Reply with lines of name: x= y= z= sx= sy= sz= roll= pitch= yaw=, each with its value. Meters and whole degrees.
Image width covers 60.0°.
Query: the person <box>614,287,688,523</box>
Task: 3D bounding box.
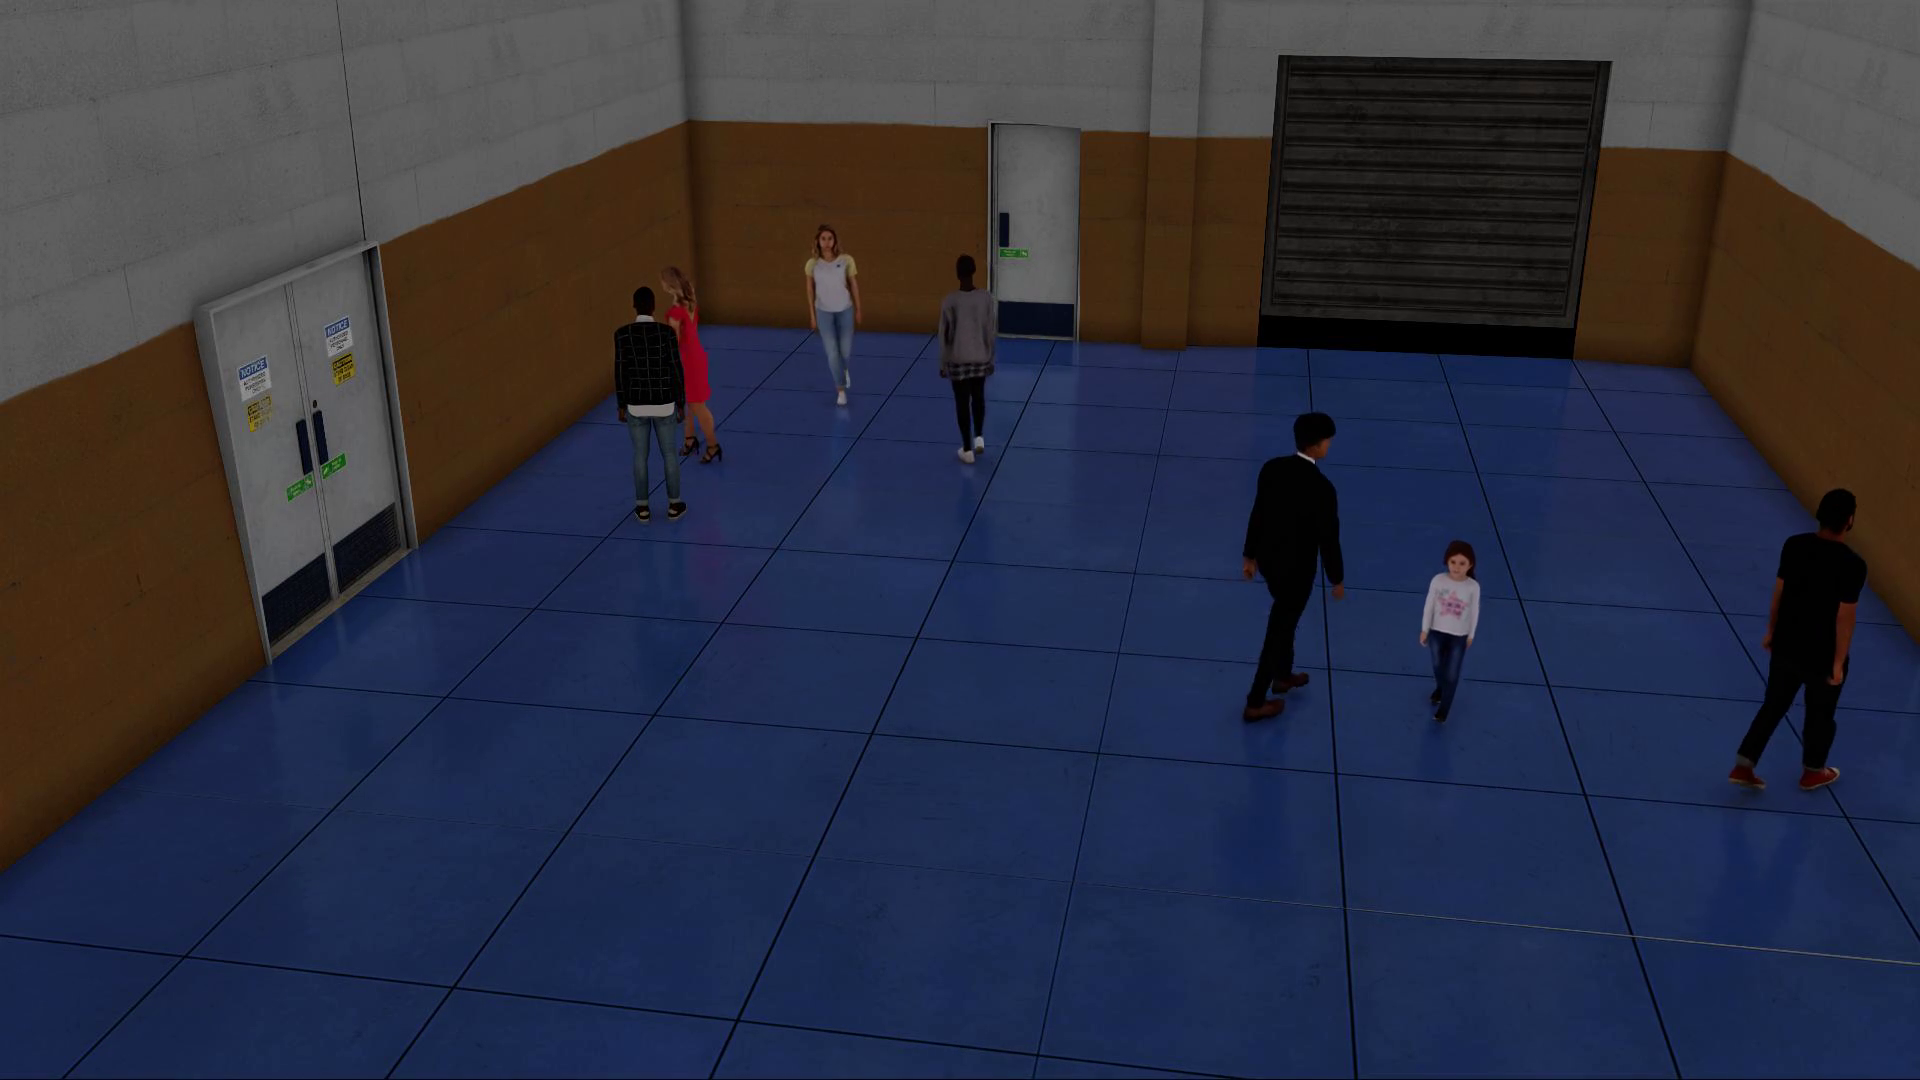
person: x=-2.362 y=-1.034 z=12.685 sx=0.608 sy=1.821 sz=0.794 roll=-3 pitch=22 yaw=-8

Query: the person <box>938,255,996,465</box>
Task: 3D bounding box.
person: x=0.099 y=-1.477 z=13.863 sx=0.738 sy=1.763 sz=0.819 roll=-6 pitch=23 yaw=-16

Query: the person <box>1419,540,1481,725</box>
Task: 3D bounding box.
person: x=2.895 y=0.510 z=9.833 sx=0.774 sy=1.082 sz=0.665 roll=11 pitch=25 yaw=26

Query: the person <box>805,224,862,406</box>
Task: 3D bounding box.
person: x=-1.179 y=-2.116 z=15.512 sx=0.778 sy=1.705 sz=0.816 roll=-3 pitch=22 yaw=-7

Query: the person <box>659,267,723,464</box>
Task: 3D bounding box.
person: x=-2.162 y=-1.429 z=13.828 sx=0.671 sy=1.700 sz=0.618 roll=4 pitch=22 yaw=9

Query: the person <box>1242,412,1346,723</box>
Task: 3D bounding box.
person: x=1.817 y=0.185 z=9.617 sx=1.064 sy=1.845 sz=1.000 roll=-13 pitch=25 yaw=-30

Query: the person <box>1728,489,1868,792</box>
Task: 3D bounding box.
person: x=4.429 y=0.577 z=8.780 sx=1.090 sy=1.743 sz=0.990 roll=-12 pitch=25 yaw=-27
